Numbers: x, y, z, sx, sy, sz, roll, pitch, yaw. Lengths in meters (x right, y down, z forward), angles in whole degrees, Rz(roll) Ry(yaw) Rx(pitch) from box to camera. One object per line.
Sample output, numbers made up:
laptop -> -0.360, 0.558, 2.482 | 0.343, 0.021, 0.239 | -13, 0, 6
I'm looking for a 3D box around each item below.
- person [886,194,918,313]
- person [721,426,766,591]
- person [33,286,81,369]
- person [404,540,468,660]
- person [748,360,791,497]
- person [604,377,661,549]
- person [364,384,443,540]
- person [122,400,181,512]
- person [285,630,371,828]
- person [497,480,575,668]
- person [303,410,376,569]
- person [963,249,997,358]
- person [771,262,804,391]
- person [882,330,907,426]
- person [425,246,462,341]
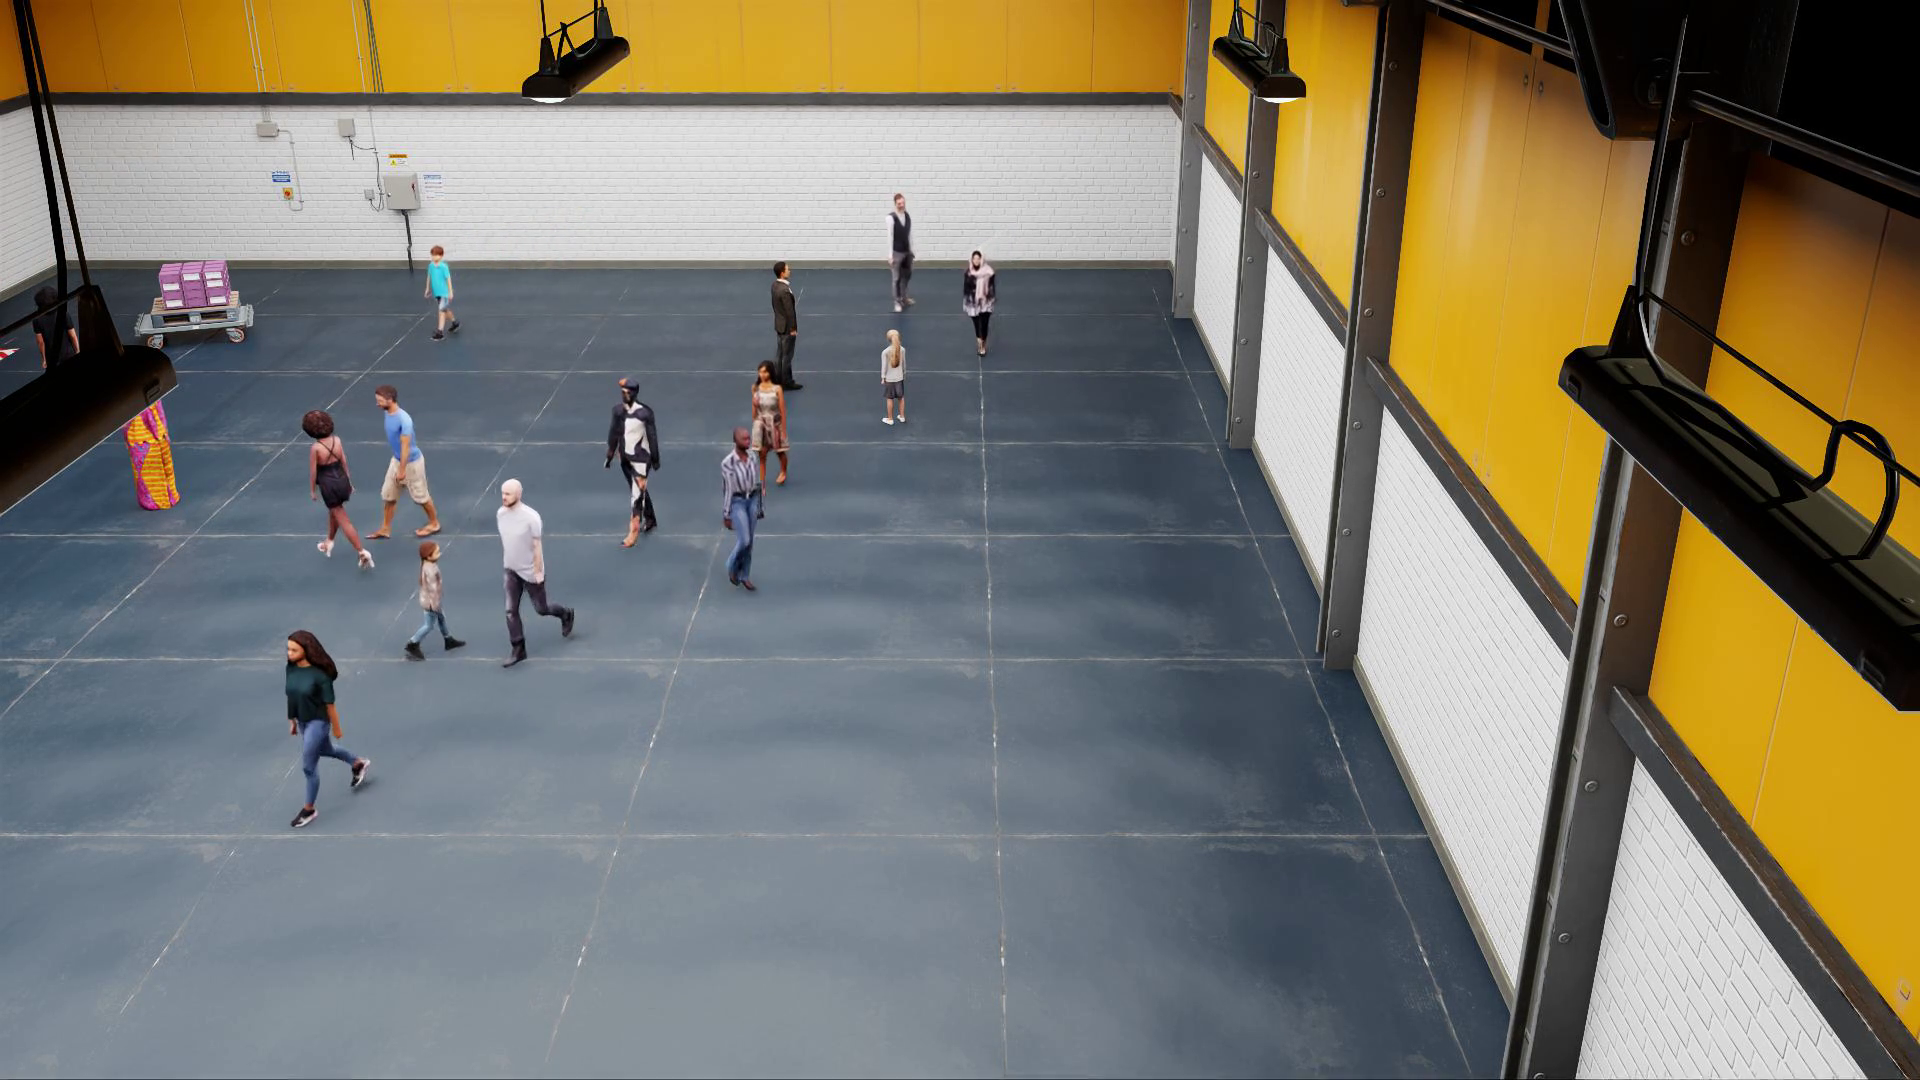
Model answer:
person -> -0.982, -4.642, 26.851 | 0.984, 1.901, 0.943 | 20, 30, 38
person -> -2.305, -0.323, 17.123 | 0.848, 1.780, 0.765 | 17, 29, 33
person -> -11.861, -2.450, 21.918 | 0.708, 1.838, 0.676 | -10, 26, -22
person -> -5.080, 0.566, 15.842 | 0.705, 1.177, 0.792 | -7, 25, -16
person -> -2.208, -1.339, 19.675 | 0.799, 1.597, 1.169 | 6, 24, 14
person -> -3.537, -0.909, 18.370 | 0.998, 1.854, 1.193 | 12, 26, 26
person -> -6.025, -0.882, 18.346 | 1.172, 1.824, 1.102 | -21, 31, -39
person -> -9.420, -1.199, 19.238 | 0.745, 1.691, 0.775 | -9, 25, -20
person -> -5.125, 1.432, 13.348 | 0.926, 1.587, 1.167 | 12, 26, 26
person -> -4.052, 0.269, 15.747 | 1.003, 1.798, 1.242 | 12, 26, 25
person -> -6.537, -0.470, 17.524 | 1.011, 1.728, 1.132 | 14, 27, 29
person -> 0.317, -3.552, 24.717 | 0.706, 1.613, 0.744 | 5, 24, 12
person -> -2.451, -3.003, 23.223 | 0.810, 1.805, 0.672 | -13, 27, -27
person -> -0.870, -2.161, 21.955 | 0.594, 1.278, 0.635 | -13, 27, -27
person -> -7.941, -3.830, 25.596 | 0.838, 1.418, 1.040 | 12, 27, 26
